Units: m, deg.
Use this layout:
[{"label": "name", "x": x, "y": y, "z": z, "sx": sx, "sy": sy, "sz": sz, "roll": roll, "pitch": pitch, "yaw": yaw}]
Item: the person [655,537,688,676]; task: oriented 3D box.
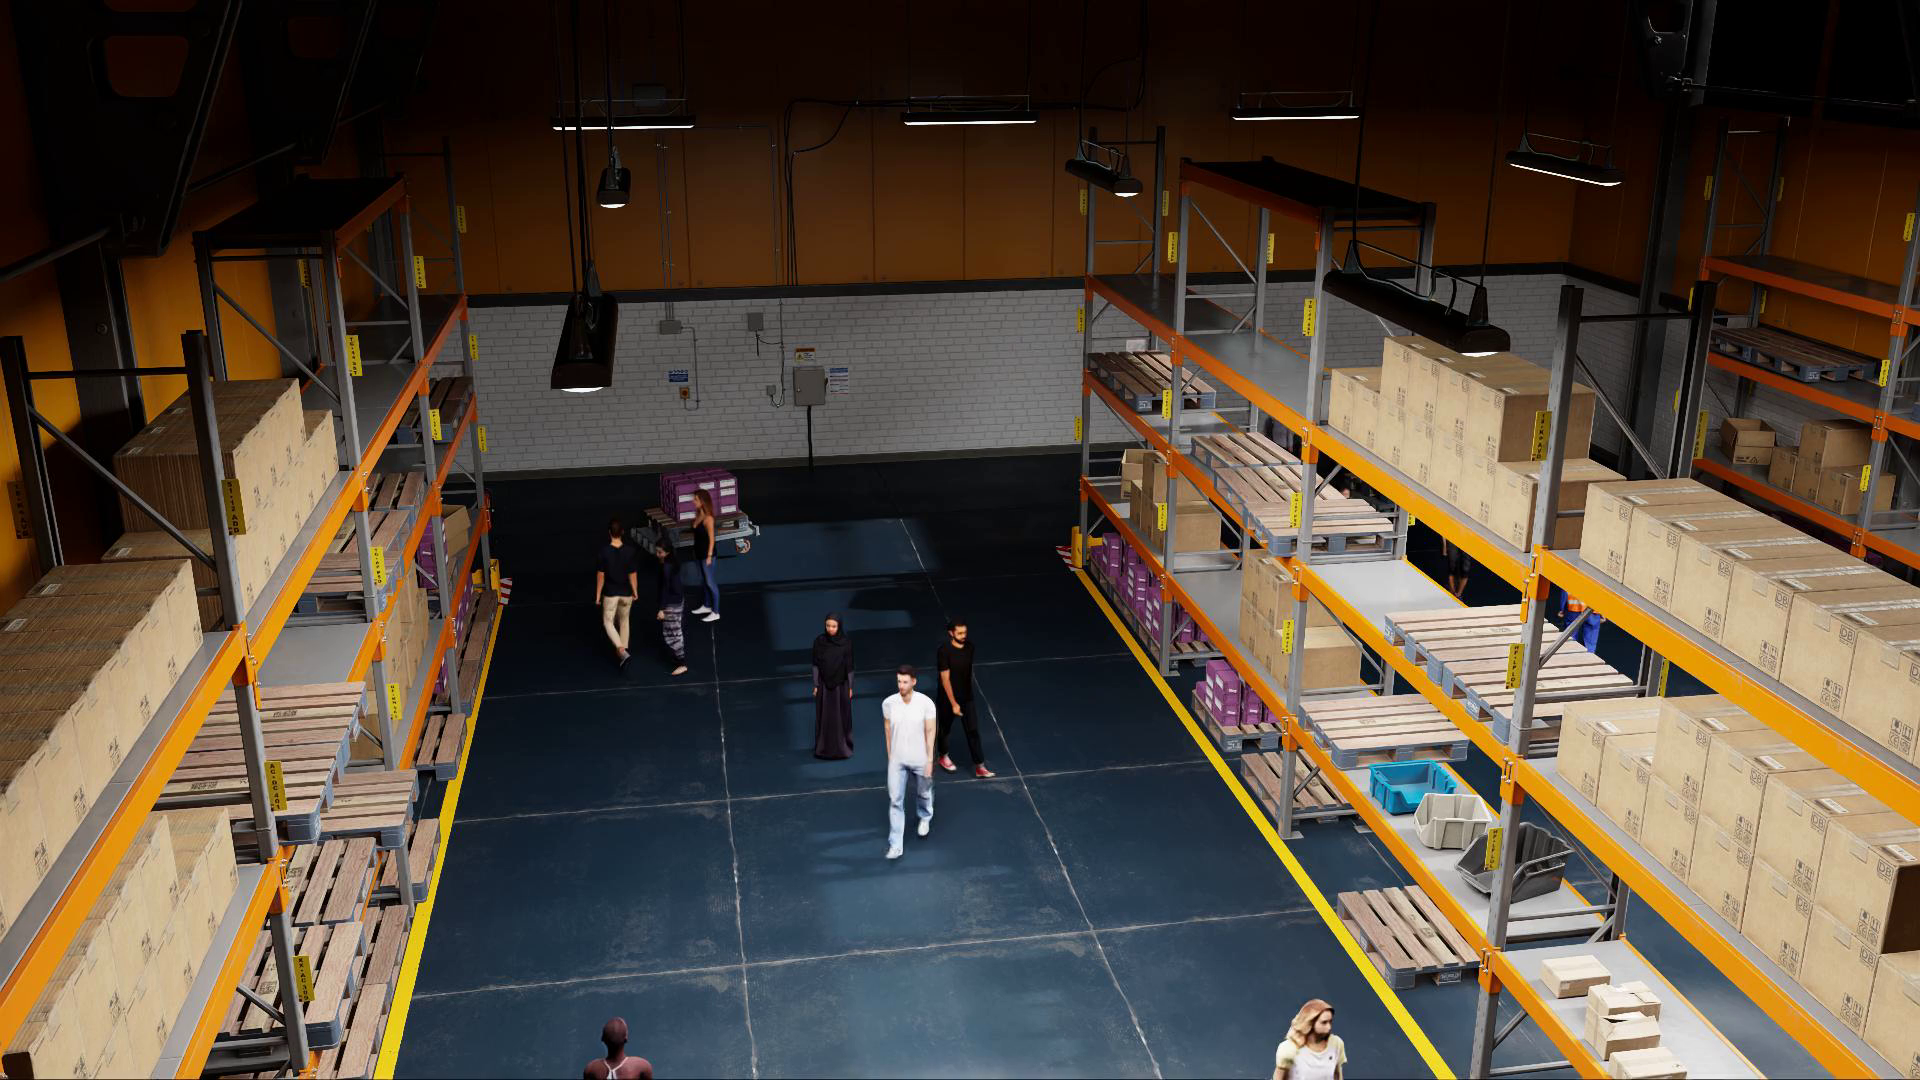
[{"label": "person", "x": -3.388, "y": 0.717, "z": 19.642, "sx": 0.793, "sy": 1.701, "sz": 0.554, "roll": 5, "pitch": 19, "yaw": 16}]

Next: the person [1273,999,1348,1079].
[{"label": "person", "x": 2.210, "y": 3.696, "z": 10.842, "sx": 0.750, "sy": 1.671, "sz": 1.172, "roll": -6, "pitch": 20, "yaw": -17}]

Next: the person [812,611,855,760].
[{"label": "person", "x": -1.321, "y": 1.505, "z": 17.435, "sx": 0.669, "sy": 1.615, "sz": 0.676, "roll": 2, "pitch": 19, "yaw": 7}]

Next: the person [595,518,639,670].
[{"label": "person", "x": -4.009, "y": 0.667, "z": 19.585, "sx": 0.842, "sy": 1.831, "sz": 1.047, "roll": -11, "pitch": 21, "yaw": -29}]

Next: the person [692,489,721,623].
[{"label": "person", "x": -3.242, "y": 0.178, "z": 21.208, "sx": 0.717, "sy": 1.722, "sz": 0.581, "roll": -11, "pitch": 22, "yaw": -30}]

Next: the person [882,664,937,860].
[{"label": "person", "x": -0.434, "y": 2.017, "z": 15.596, "sx": 0.965, "sy": 1.818, "sz": 1.255, "roll": 4, "pitch": 19, "yaw": 12}]

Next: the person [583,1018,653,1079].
[{"label": "person", "x": -2.110, "y": 3.774, "z": 10.435, "sx": 0.579, "sy": 1.783, "sz": 0.478, "roll": -2, "pitch": 19, "yaw": -7}]

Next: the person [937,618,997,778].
[{"label": "person", "x": -0.099, "y": 1.586, "z": 17.027, "sx": 0.896, "sy": 1.722, "sz": 1.148, "roll": -12, "pitch": 22, "yaw": -33}]
